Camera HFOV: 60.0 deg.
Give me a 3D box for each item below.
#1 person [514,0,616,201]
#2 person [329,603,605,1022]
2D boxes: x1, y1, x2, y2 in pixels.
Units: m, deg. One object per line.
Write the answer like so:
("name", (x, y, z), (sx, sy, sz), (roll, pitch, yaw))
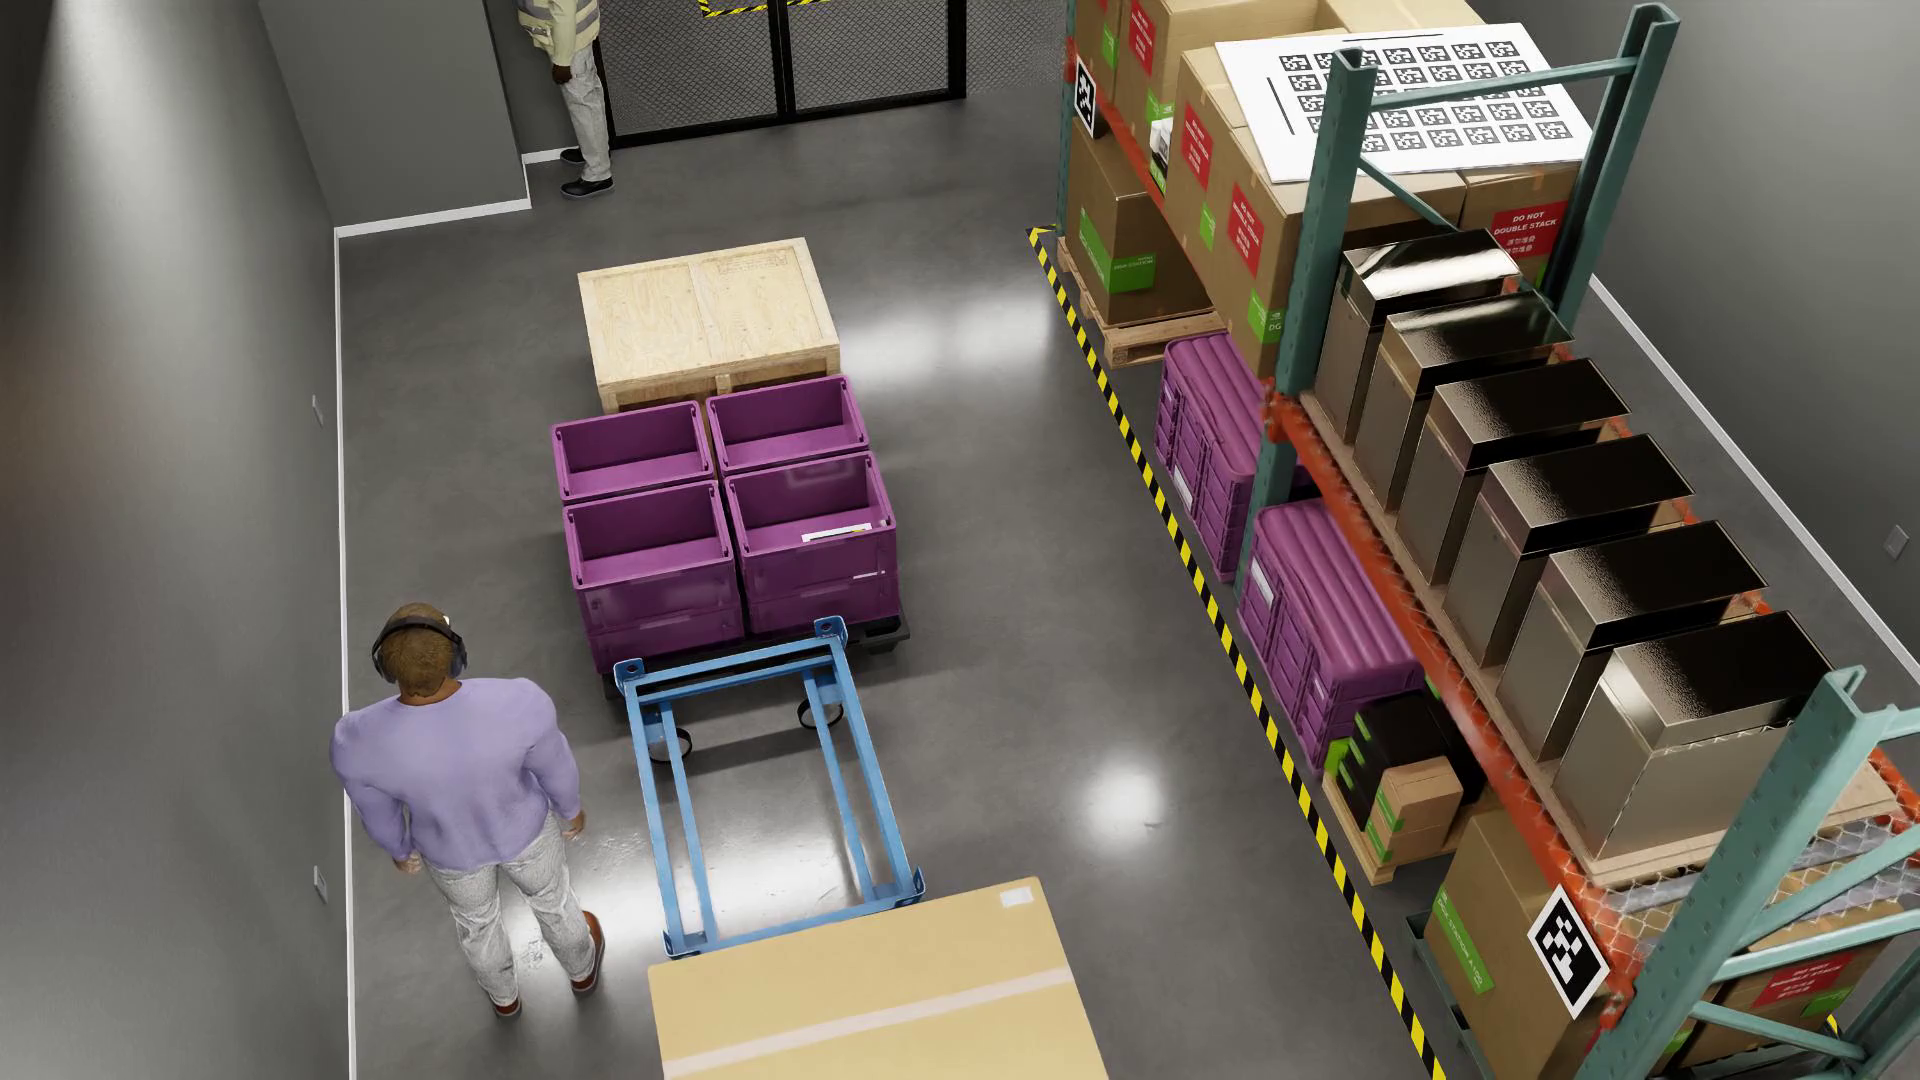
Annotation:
("person", (-1.991, -2.566, 8.314), (0.403, 1.833, 0.590), (-6, 48, -5))
("person", (-1.456, 0.870, 5.087), (0.633, 1.939, 0.368), (-13, 49, -12))
